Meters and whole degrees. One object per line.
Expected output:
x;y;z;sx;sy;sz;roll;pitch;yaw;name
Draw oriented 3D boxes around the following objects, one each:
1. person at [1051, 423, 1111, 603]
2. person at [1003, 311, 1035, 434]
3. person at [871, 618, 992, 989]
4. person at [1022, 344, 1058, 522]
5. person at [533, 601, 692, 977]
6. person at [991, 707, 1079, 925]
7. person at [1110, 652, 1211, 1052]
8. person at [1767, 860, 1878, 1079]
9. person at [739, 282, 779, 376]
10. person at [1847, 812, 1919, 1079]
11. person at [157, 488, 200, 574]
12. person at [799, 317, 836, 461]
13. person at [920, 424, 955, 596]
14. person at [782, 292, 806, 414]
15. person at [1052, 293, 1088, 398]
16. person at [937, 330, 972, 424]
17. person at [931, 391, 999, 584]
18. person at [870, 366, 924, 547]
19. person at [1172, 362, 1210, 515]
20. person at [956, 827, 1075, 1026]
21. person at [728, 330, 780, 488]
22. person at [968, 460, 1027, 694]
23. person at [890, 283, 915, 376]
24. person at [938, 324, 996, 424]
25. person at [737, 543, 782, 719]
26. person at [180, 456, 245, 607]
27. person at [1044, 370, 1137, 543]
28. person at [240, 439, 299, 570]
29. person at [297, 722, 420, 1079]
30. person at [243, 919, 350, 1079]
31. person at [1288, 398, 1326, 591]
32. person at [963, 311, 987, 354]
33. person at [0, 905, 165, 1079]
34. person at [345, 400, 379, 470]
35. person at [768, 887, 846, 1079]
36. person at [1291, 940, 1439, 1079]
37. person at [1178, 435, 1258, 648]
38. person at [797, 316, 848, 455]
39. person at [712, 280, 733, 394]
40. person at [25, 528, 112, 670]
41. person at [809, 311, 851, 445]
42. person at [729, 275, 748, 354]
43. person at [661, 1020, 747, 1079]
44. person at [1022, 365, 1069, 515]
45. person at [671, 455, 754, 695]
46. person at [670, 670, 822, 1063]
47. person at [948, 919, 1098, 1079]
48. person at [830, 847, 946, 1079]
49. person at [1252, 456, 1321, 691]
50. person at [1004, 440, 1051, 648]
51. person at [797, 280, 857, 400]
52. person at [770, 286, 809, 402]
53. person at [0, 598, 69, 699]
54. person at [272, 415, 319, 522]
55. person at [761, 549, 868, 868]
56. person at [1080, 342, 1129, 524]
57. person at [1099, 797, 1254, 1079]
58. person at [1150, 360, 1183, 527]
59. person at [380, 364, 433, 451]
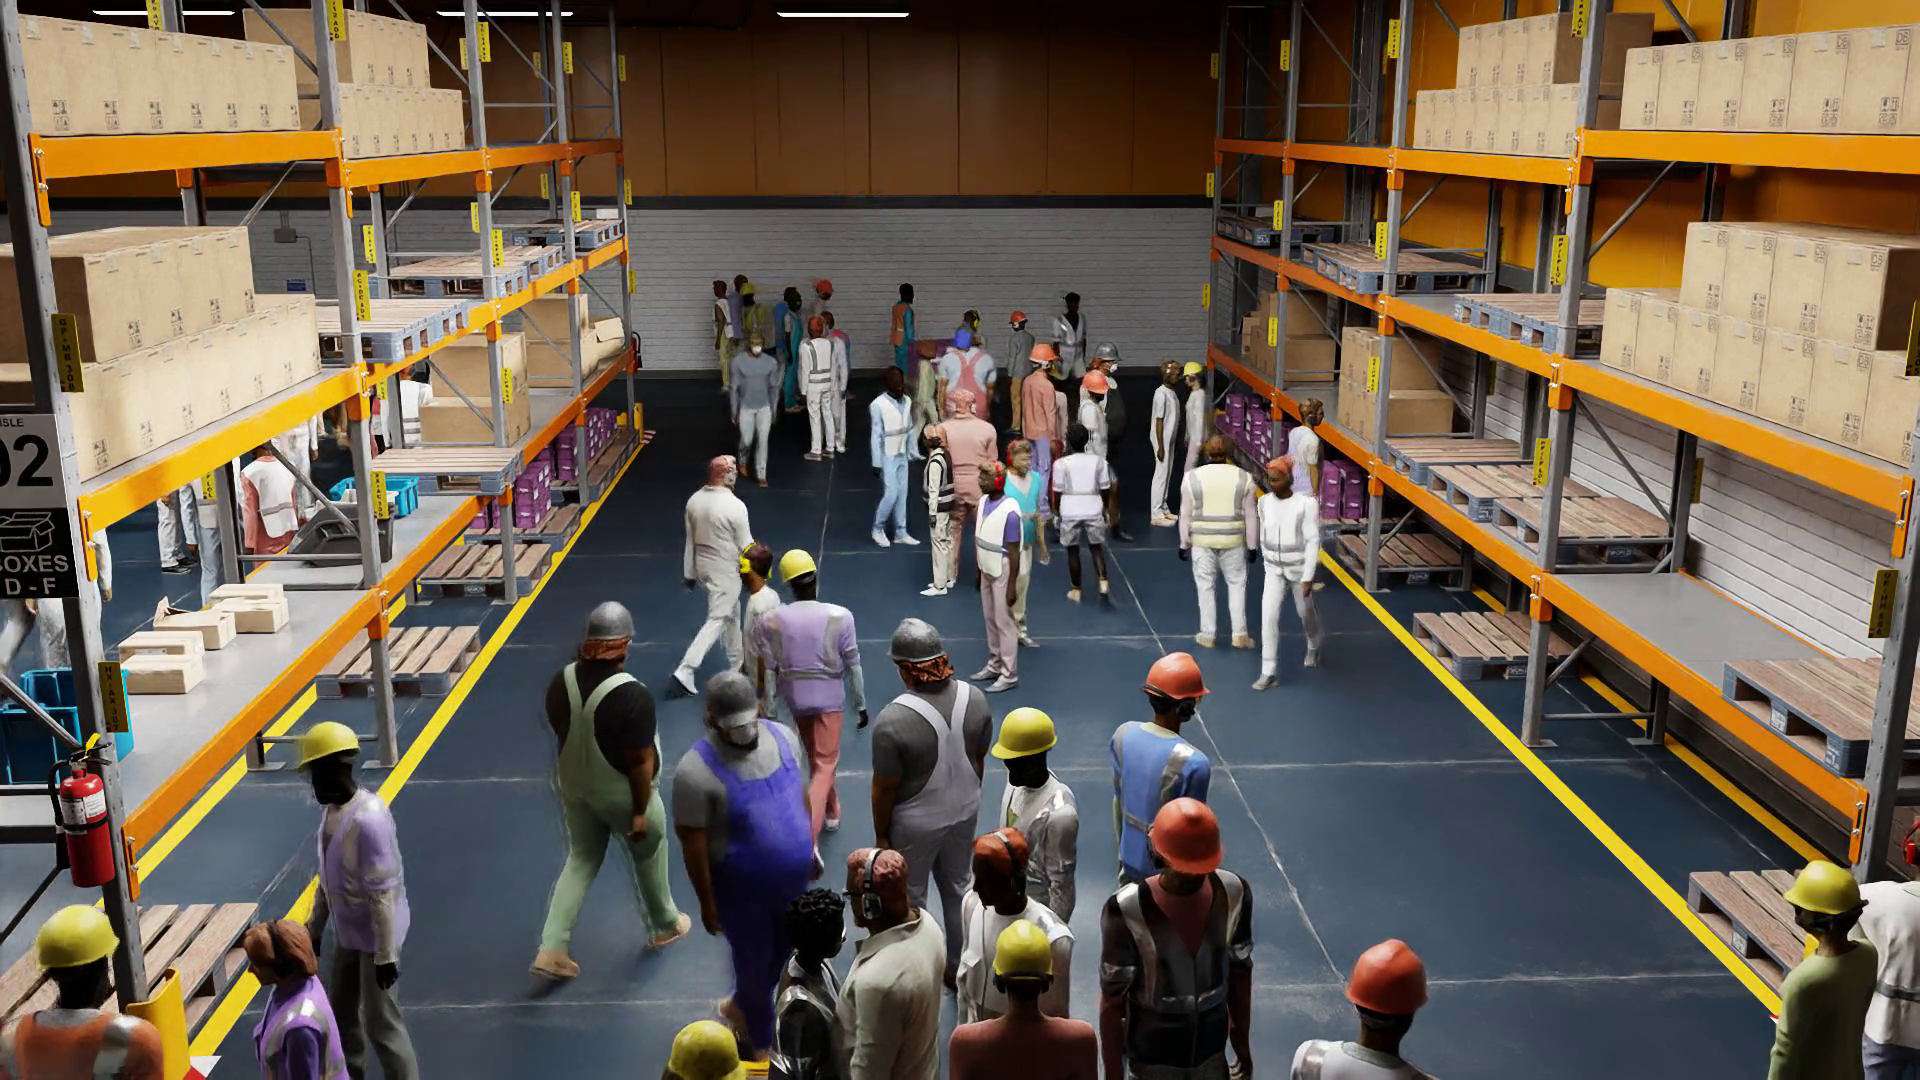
1.121;-0.227;15.328;0.547;1.680;0.486;-3;15;-10;person
0.834;-2.395;23.728;0.352;1.738;0.573;10;17;34;person
-0.194;1.358;8.386;0.679;2.000;0.535;-11;18;-36;person
0.901;-1.171;18.404;0.375;1.997;0.611;-7;16;-26;person
-1.872;1.281;8.691;0.701;2.000;0.967;7;16;26;person
0.322;1.656;7.470;0.392;1.918;0.585;-5;15;-19;person
0.962;1.512;7.808;0.416;2.035;0.609;-10;17;-34;person
3.198;2.042;6.269;0.527;1.761;0.340;-8;17;-30;person
-3.179;-3.163;26.443;0.782;1.902;0.602;-13;20;-42;person
3.713;1.947;6.486;0.566;1.837;0.383;8;16;30;person
-7.784;-0.568;16.393;0.404;1.824;0.586;-4;15;-15;person
-1.862;-1.986;21.825;0.337;1.882;0.585;13;19;42;person
-0.199;-0.285;15.657;0.313;1.634;0.514;3;15;11;person
-2.543;-2.858;25.330;0.326;1.843;0.517;2;14;7;person
1.665;-2.682;24.516;0.619;1.901;1.010;-6;16;-23;person
0.021;-1.620;20.308;0.640;1.924;0.620;-2;14;-7;person
0.075;-0.463;15.860;0.800;1.885;0.529;4;15;14;person
-0.676;-0.876;17.416;0.474;1.912;0.618;9;17;32;person
2.623;-1.140;18.786;0.409;1.748;0.548;1;14;4;person
0.184;1.969;6.323;0.370;1.879;0.585;-12;18;-39;person
-2.508;-1.605;20.251;0.646;1.928;0.564;-6;15;-22;person
0.311;0.273;13.042;0.379;1.844;0.577;-7;16;-25;person
-0.881;-3.021;25.822;0.383;1.918;0.591;-7;16;-24;person
0.076;-1.666;20.257;0.704;2.000;0.991;0;14;-1;person
-1.279;0.938;10.487;0.374;1.825;0.612;-1;14;-6;person
-6.428;-0.099;14.380;0.401;1.909;0.599;8;17;30;person
1.386;-0.871;17.473;0.904;1.871;0.536;4;15;17;person
-5.857;-0.049;14.191;0.404;1.906;0.598;4;15;16;person
-2.619;1.723;7.309;0.390;1.866;0.651;-13;19;-41;person
-2.403;2.144;6.122;0.321;1.631;0.522;-6;16;-24;person
3.288;-0.437;15.821;0.344;1.847;0.505;-4;15;-15;person
0.194;-2.205;22.775;0.370;1.862;0.623;-9;17;-32;person
-2.878;2.158;5.530;0.632;1.906;0.599;3;15;11;person
-7.566;-1.870;21.177;0.620;1.986;0.410;4;15;16;person
-0.558;2.090;6.214;0.320;1.694;0.532;0;14;0;person
1.311;2.191;5.339;0.543;1.931;0.387;10;17;35;person
2.186;0.033;14.049;0.697;1.822;0.504;1;14;3;person
-1.815;-2.032;22.000;0.666;1.891;0.427;-1;14;-5;person
-3.821;-3.293;27.036;0.372;1.843;0.570;3;15;12;person
-6.762;0.345;12.601;0.634;1.932;0.360;-9;17;-31;person
-1.815;-2.227;22.887;0.623;1.835;0.431;-5;15;-19;person
-3.553;-3.352;27.172;0.587;1.930;0.673;2;14;7;person
-0.788;2.307;5.272;0.320;1.737;0.485;11;18;37;person
0.959;-1.128;18.697;0.523;1.769;0.313;3;15;10;person
-1.937;0.267;13.060;0.939;1.871;0.638;-14;20;-43;person
-0.958;1.511;7.788;0.626;2.000;0.741;13;19;41;person
0.215;2.157;5.802;0.534;1.765;0.324;-1;14;-5;person
-0.272;2.021;6.087;0.400;1.893;0.658;3;15;13;person
2.644;0.217;13.277;0.589;1.844;0.990;10;17;33;person
0.473;0.077;13.879;0.626;1.828;0.539;-12;19;-40;person
-2.202;-3.159;26.364;1.024;1.933;0.643;-3;15;-11;person
-2.667;-3.075;26.225;0.634;1.830;0.436;8;16;27;person
-7.150;0.251;12.734;0.685;2.000;0.695;1;14;3;person
-7.277;-1.033;18.095;0.576;1.879;0.352;-7;16;-24;person
-0.915;1.000;10.154;0.629;1.868;0.934;3;15;13;person
1.598;-1.192;18.397;0.535;2.000;0.681;6;16;24;person
0.830;1.906;6.264;0.613;2.032;0.411;-4;15;-17;person
2.274;-1.068;18.324;0.343;1.839;0.501;6;15;21;person
-6.060;-1.097;18.341;0.576;1.881;0.352;-4;15;-14;person
